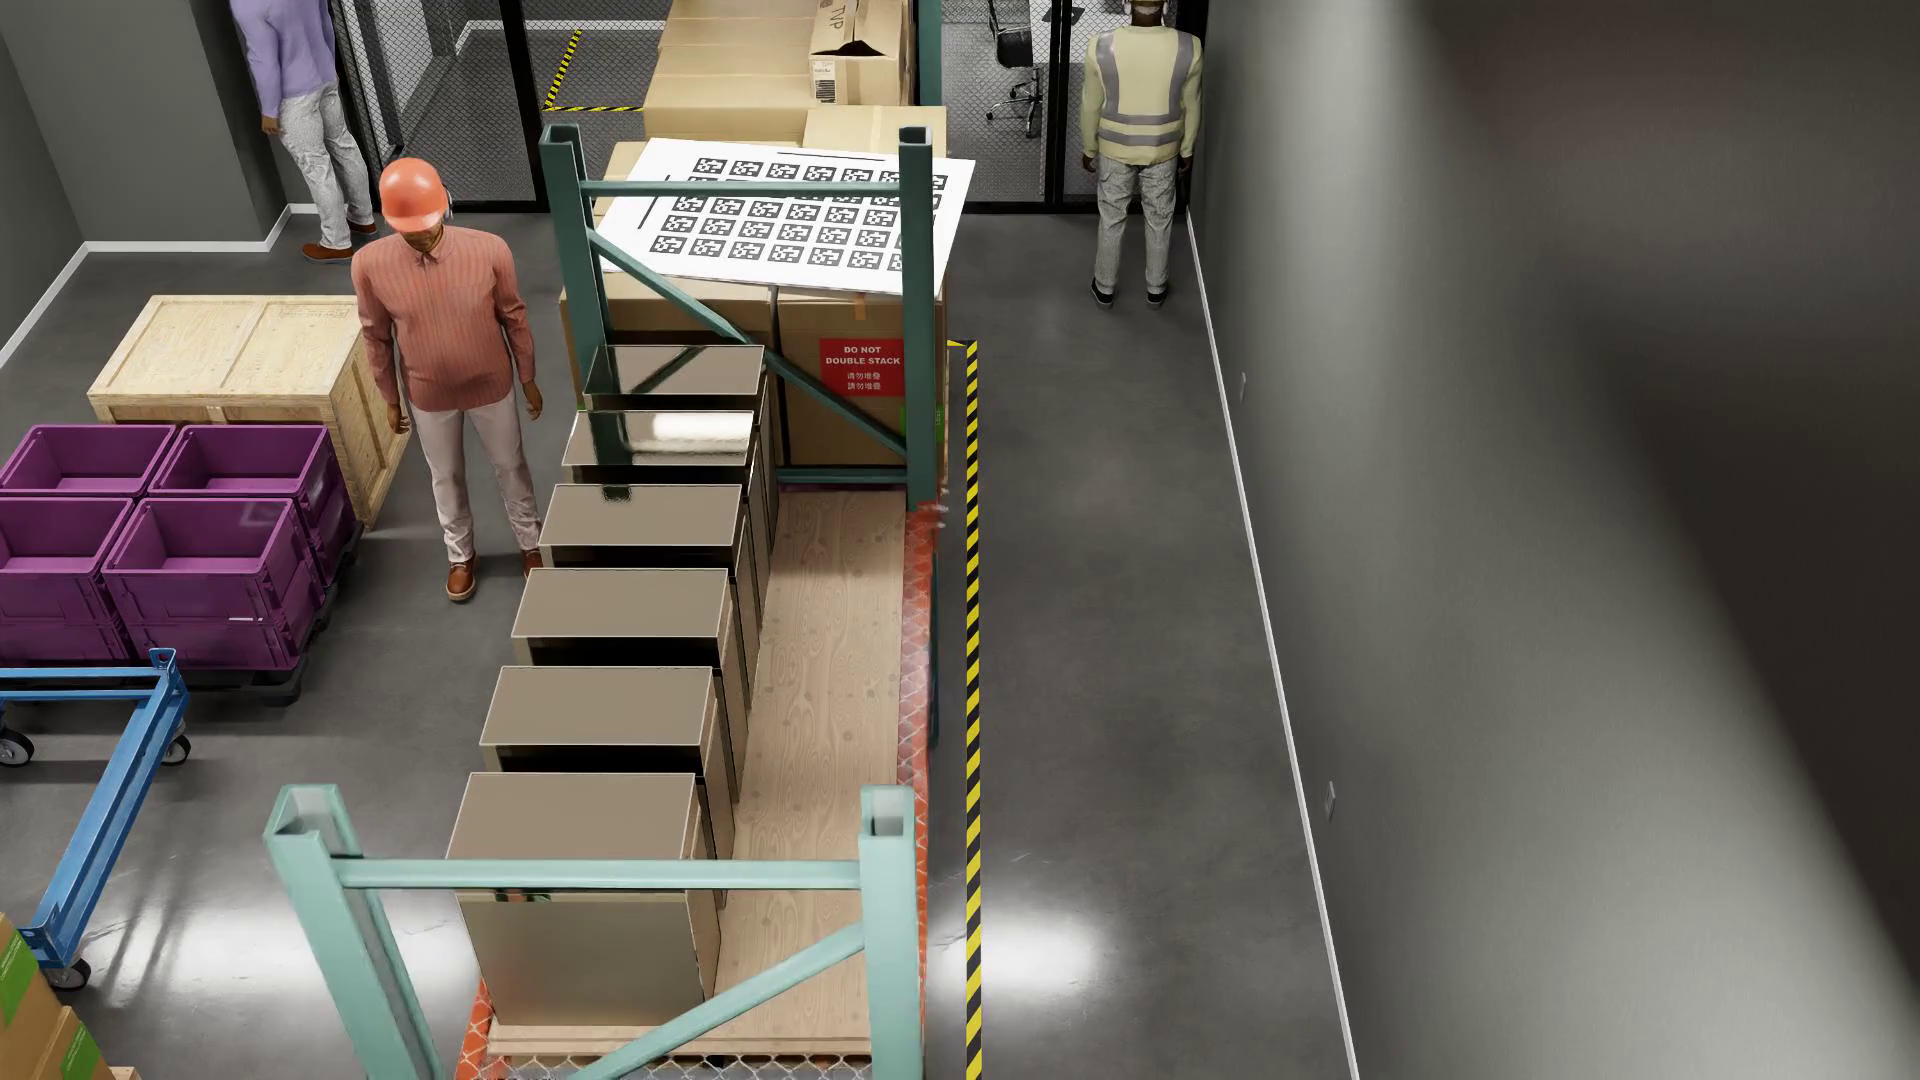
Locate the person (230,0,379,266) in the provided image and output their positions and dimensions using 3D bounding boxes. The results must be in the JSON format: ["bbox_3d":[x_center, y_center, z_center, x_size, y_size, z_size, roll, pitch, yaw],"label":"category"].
[{"bbox_3d":[-3.400,-2.335,8.556,0.373,1.940,0.629,11,42,12],"label":"person"}]

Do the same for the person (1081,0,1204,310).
[{"bbox_3d":[0.884,-1.968,8.220,0.587,1.828,0.404,1,41,2],"label":"person"}]

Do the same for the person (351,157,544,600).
[{"bbox_3d":[-1.968,-0.604,6.535,0.624,1.991,0.394,-9,42,-11],"label":"person"}]
